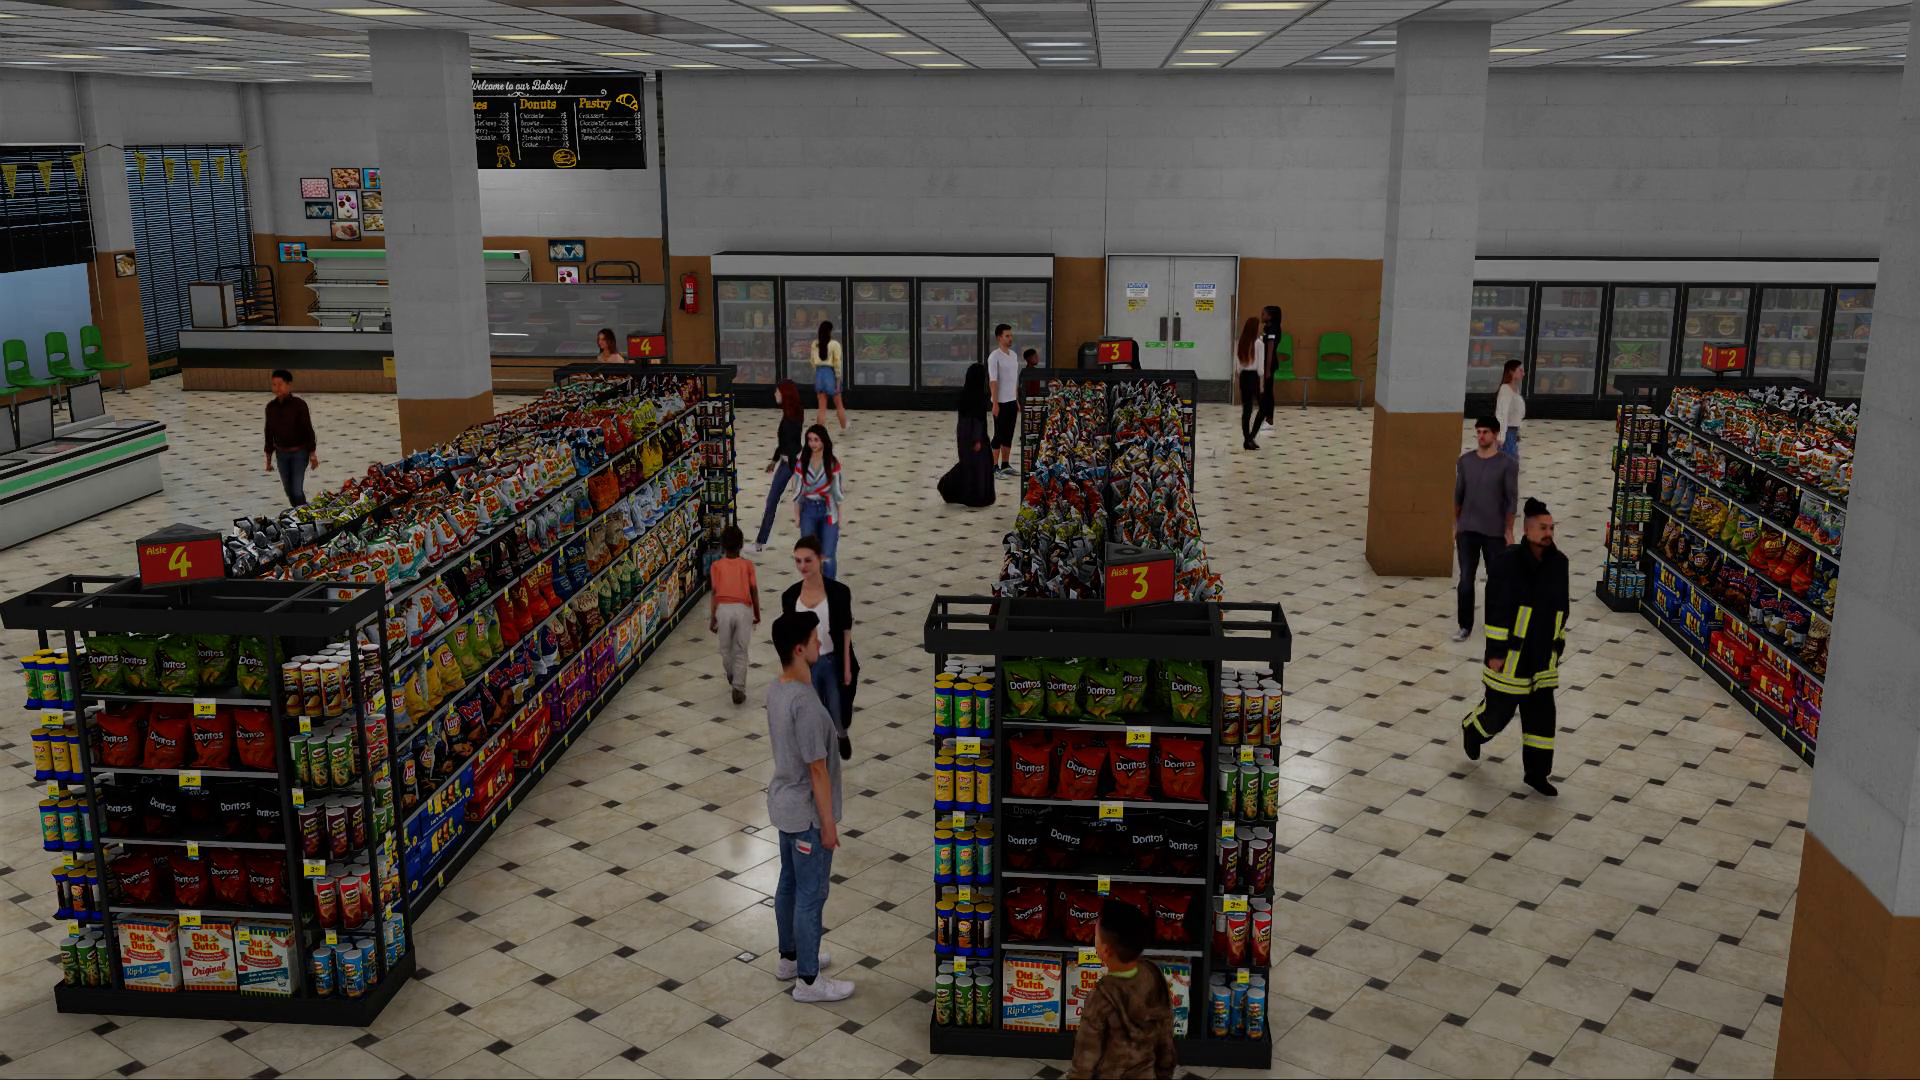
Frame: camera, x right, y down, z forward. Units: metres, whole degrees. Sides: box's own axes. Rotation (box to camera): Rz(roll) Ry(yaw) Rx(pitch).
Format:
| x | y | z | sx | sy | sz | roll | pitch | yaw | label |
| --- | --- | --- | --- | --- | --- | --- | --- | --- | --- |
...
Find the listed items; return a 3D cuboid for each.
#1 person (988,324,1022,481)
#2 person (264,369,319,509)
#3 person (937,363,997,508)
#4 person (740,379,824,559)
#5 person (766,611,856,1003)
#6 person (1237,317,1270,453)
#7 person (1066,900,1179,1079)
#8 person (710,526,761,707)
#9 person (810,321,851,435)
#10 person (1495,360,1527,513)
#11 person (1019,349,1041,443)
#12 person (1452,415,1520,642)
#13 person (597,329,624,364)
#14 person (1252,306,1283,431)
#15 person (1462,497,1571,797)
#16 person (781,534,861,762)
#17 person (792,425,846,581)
| x | y | z | sx | sy | sz | roll | pitch | yaw | label |
| --- | --- | --- | --- | --- | --- | --- | --- | --- | --- |
| 0.531 | -1.677 | 20.030 | 0.818 | 1.852 | 0.696 | 10 | 17 | 36 | person |
| -6.700 | -0.853 | 16.801 | 0.700 | 1.773 | 0.630 | 2 | 14 | 10 | person |
| 0.072 | -1.140 | 18.351 | 0.936 | 1.599 | 0.950 | -6 | 15 | -25 | person |
| -1.512 | -0.644 | 15.993 | 0.677 | 1.747 | 1.051 | 2 | 14 | 10 | person |
| -0.746 | 1.248 | 7.894 | 0.815 | 1.887 | 0.692 | -6 | 15 | -24 | person |
| 3.734 | -2.000 | 21.576 | 0.776 | 1.751 | 0.724 | -12 | 18 | -41 | person |
| 0.597 | 1.973 | 5.845 | 0.703 | 1.445 | 0.768 | -12 | 18 | -42 | person |
| -1.632 | 0.566 | 11.996 | 0.545 | 1.280 | 0.886 | 0 | 14 | -1 | person |
| -1.827 | -2.101 | 22.332 | 0.824 | 1.590 | 1.118 | 5 | 14 | 19 | person |
| 5.865 | -1.124 | 18.116 | 0.789 | 1.679 | 0.675 | 8 | 16 | 30 | person |
| 0.912 | -1.951 | 22.439 | 0.568 | 1.250 | 0.440 | 2 | 14 | 10 | person |
| 4.304 | -0.107 | 13.588 | 0.956 | 1.837 | 1.078 | 10 | 17 | 36 | person |
| -4.134 | -1.669 | 20.205 | 0.904 | 1.754 | 1.080 | 8 | 16 | 31 | person |
| 4.329 | -2.426 | 23.376 | 0.676 | 1.730 | 0.515 | 0 | 14 | 0 | person |
| 3.509 | 0.649 | 10.484 | 0.887 | 1.831 | 1.104 | -2 | 14 | -9 | person |
| -0.849 | 0.777 | 10.313 | 0.632 | 1.662 | 0.912 | 1 | 14 | 5 | person |
| -1.207 | -0.234 | 14.617 | 0.614 | 1.600 | 0.658 | 1 | 14 | 2 | person |
